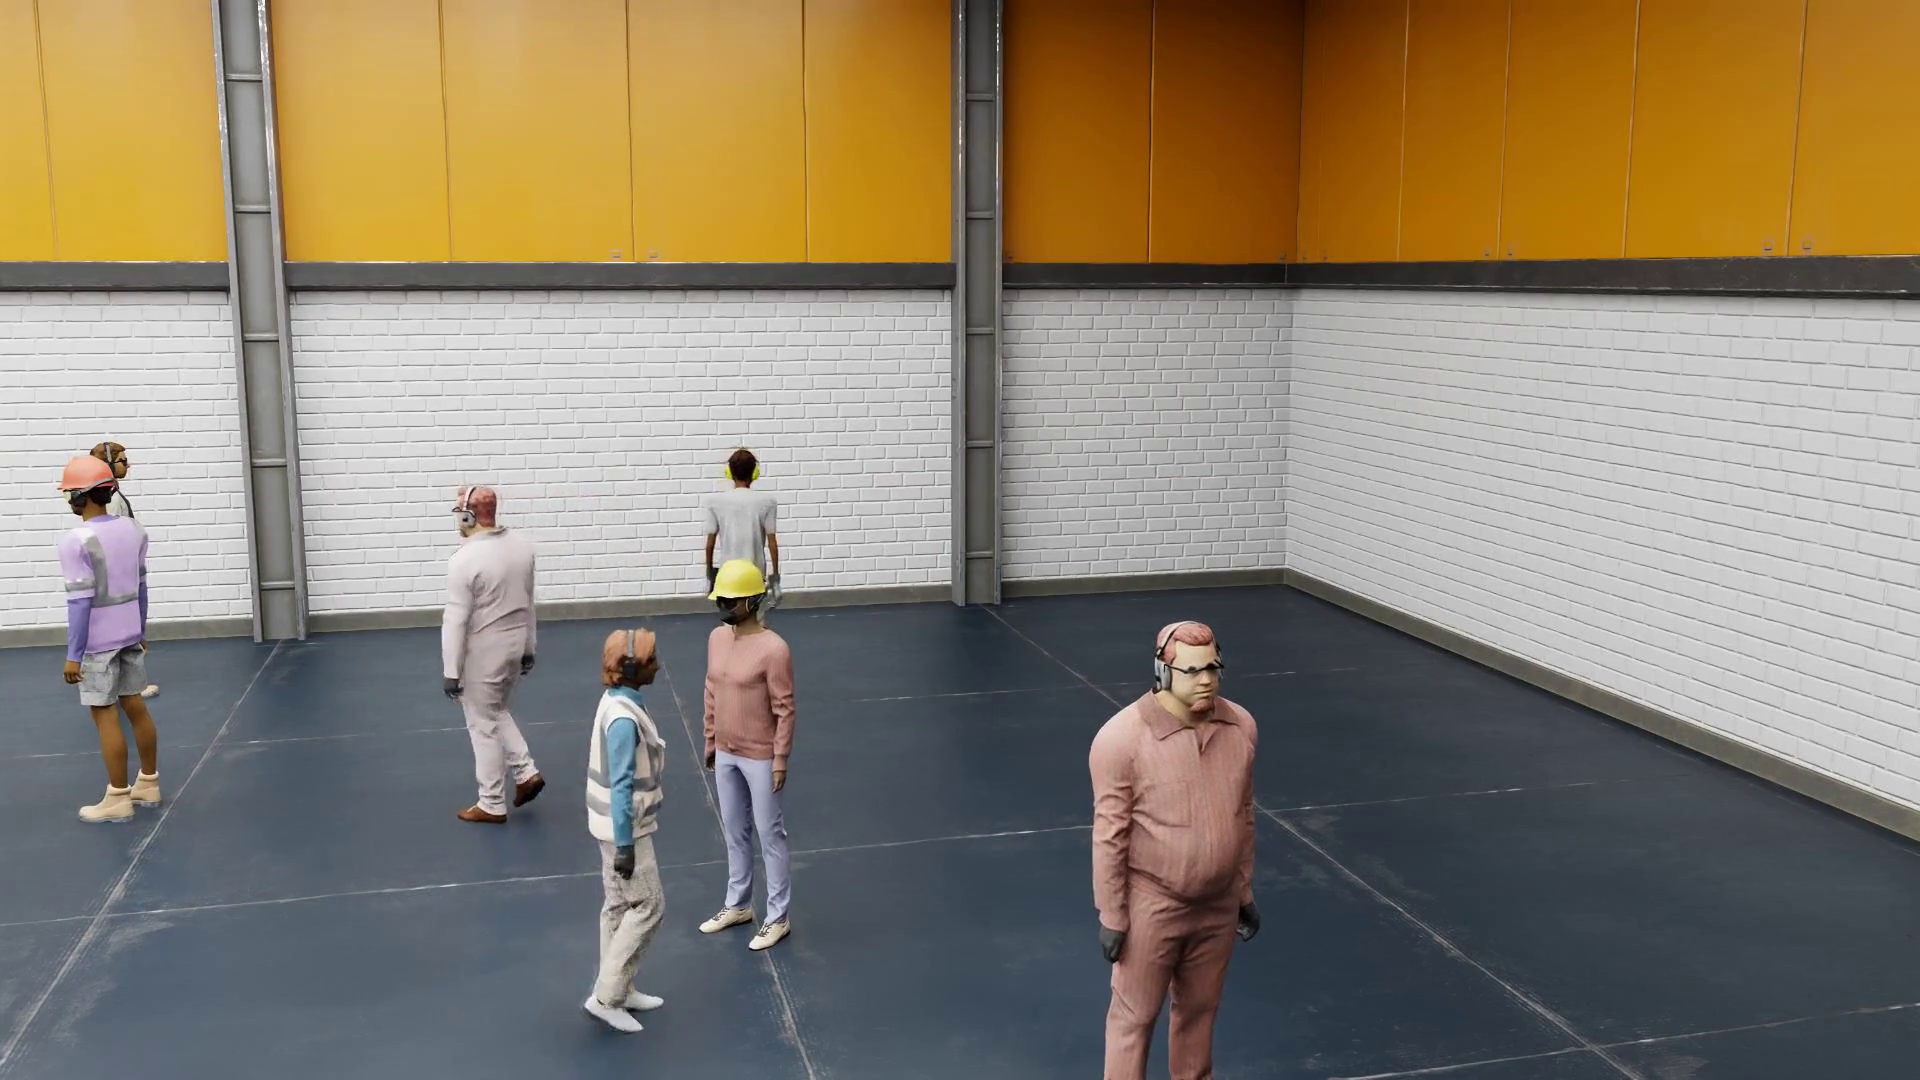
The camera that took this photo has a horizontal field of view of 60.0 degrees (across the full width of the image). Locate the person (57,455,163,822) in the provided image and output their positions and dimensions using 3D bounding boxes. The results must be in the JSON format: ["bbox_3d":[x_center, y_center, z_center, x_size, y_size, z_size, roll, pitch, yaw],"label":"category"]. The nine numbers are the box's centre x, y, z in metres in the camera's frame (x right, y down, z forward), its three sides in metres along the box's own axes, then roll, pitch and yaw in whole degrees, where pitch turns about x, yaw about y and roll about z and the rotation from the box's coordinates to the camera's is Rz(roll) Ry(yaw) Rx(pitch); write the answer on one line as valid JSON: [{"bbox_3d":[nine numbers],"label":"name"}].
[{"bbox_3d":[-4.759,0.546,9.229,0.393,2.041,0.613,2,9,11],"label":"person"}]

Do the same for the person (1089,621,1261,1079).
[{"bbox_3d":[0.743,1.205,5.542,0.642,1.909,0.399,-5,10,-27],"label":"person"}]

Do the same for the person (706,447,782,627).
[{"bbox_3d":[-1.527,0.264,11.699,0.518,1.822,0.954,-1,9,-7],"label":"person"}]

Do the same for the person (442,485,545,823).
[{"bbox_3d":[-2.613,0.632,9.147,0.425,1.891,0.674,4,10,21],"label":"person"}]

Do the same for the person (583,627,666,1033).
[{"bbox_3d":[-1.339,1.161,6.684,0.315,1.642,0.535,-2,9,-15],"label":"person"}]

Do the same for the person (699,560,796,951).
[{"bbox_3d":[-0.973,0.960,7.508,0.533,1.767,0.312,8,12,40],"label":"person"}]

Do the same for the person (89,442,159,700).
[{"bbox_3d":[-6.037,0.216,11.899,0.345,1.847,0.504,-8,12,-43],"label":"person"}]
